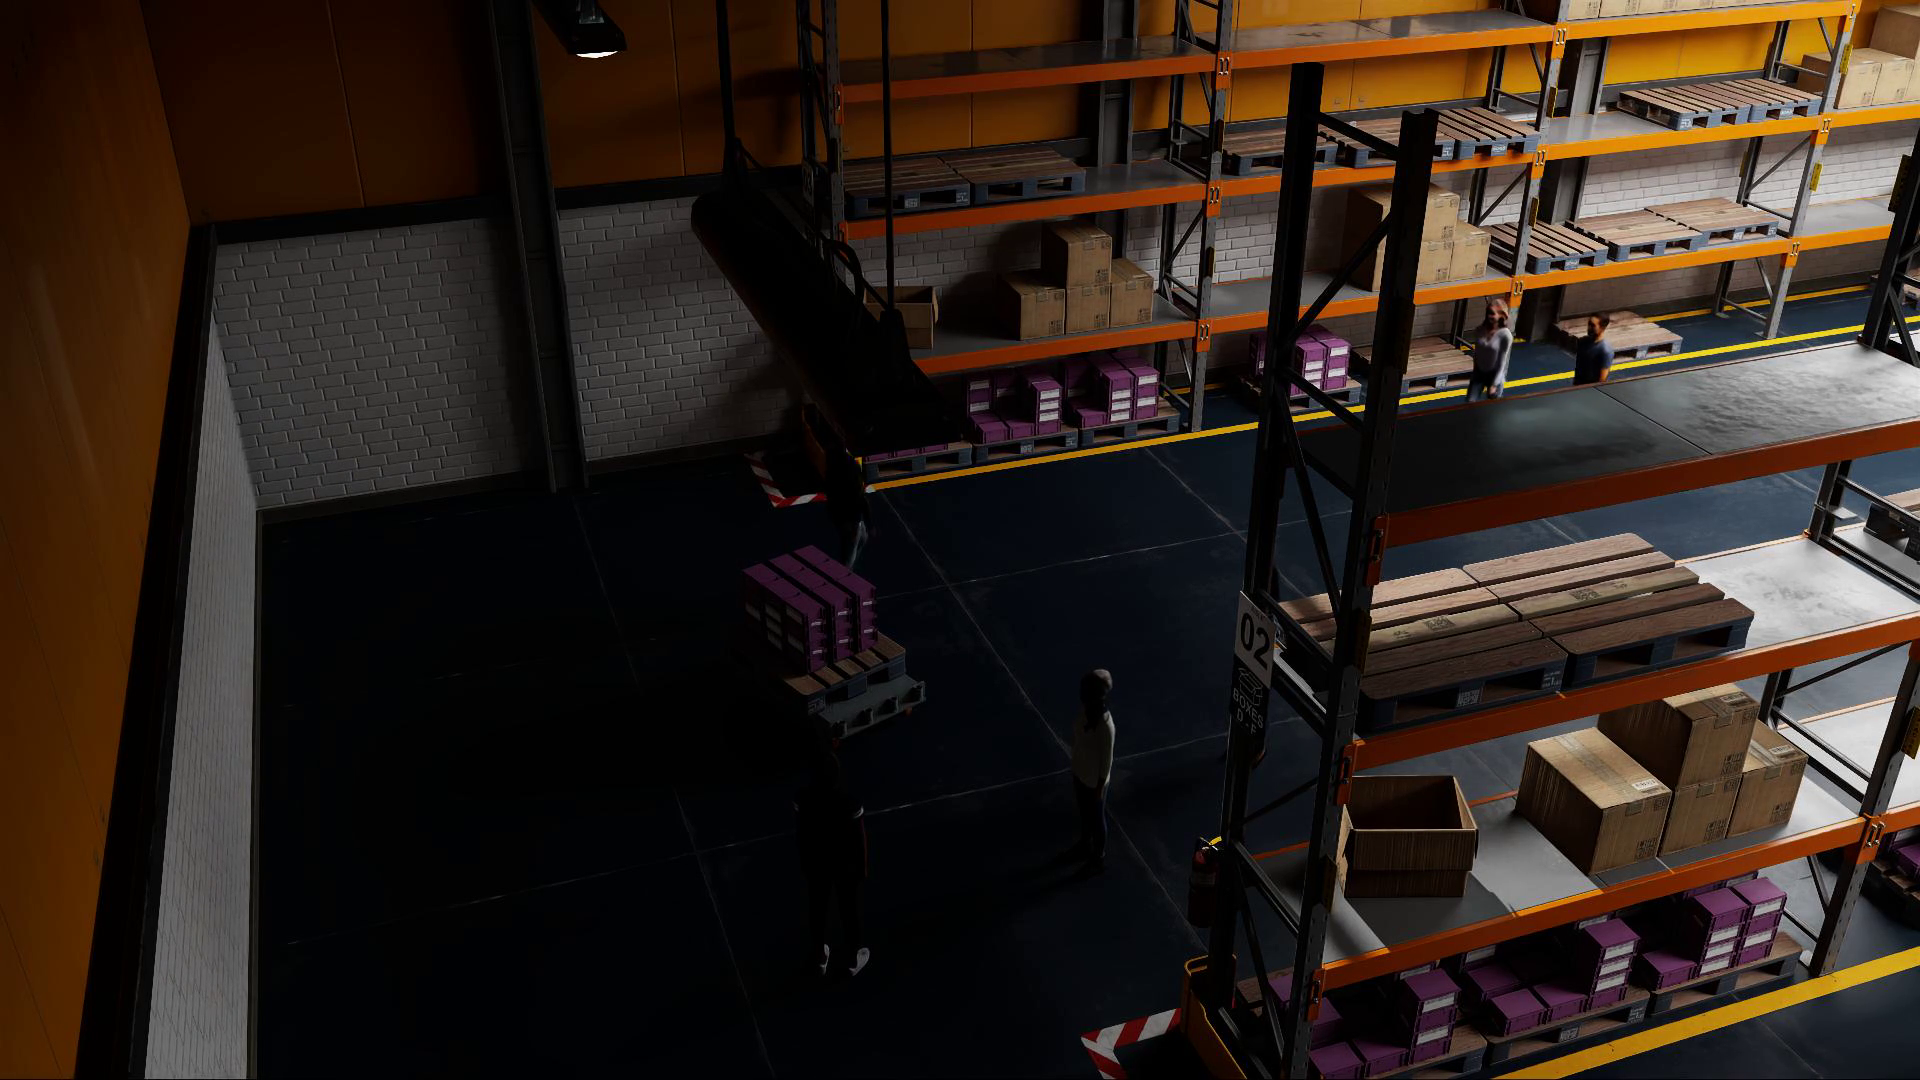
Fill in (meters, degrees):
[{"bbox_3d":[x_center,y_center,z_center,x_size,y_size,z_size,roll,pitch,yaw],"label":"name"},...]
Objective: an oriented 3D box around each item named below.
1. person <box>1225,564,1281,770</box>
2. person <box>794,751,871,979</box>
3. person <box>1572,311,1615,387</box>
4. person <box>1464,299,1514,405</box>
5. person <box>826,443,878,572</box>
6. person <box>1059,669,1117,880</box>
[{"bbox_3d":[2.246,0.933,12.561,0.486,1.794,0.588,-9,30,-16],"label":"person"},{"bbox_3d":[-0.814,2.056,10.573,0.683,1.726,0.774,5,29,9],"label":"person"},{"bbox_3d":[6.511,-1.492,17.036,1.116,1.767,0.687,-10,30,-18],"label":"person"},{"bbox_3d":[5.568,-1.664,17.370,1.245,1.749,0.892,-23,36,-35],"label":"person"},{"bbox_3d":[-1.086,-0.184,14.600,0.684,1.803,0.720,-13,31,-22],"label":"person"},{"bbox_3d":[0.908,1.596,11.501,0.491,1.645,0.564,-11,30,-19],"label":"person"}]
